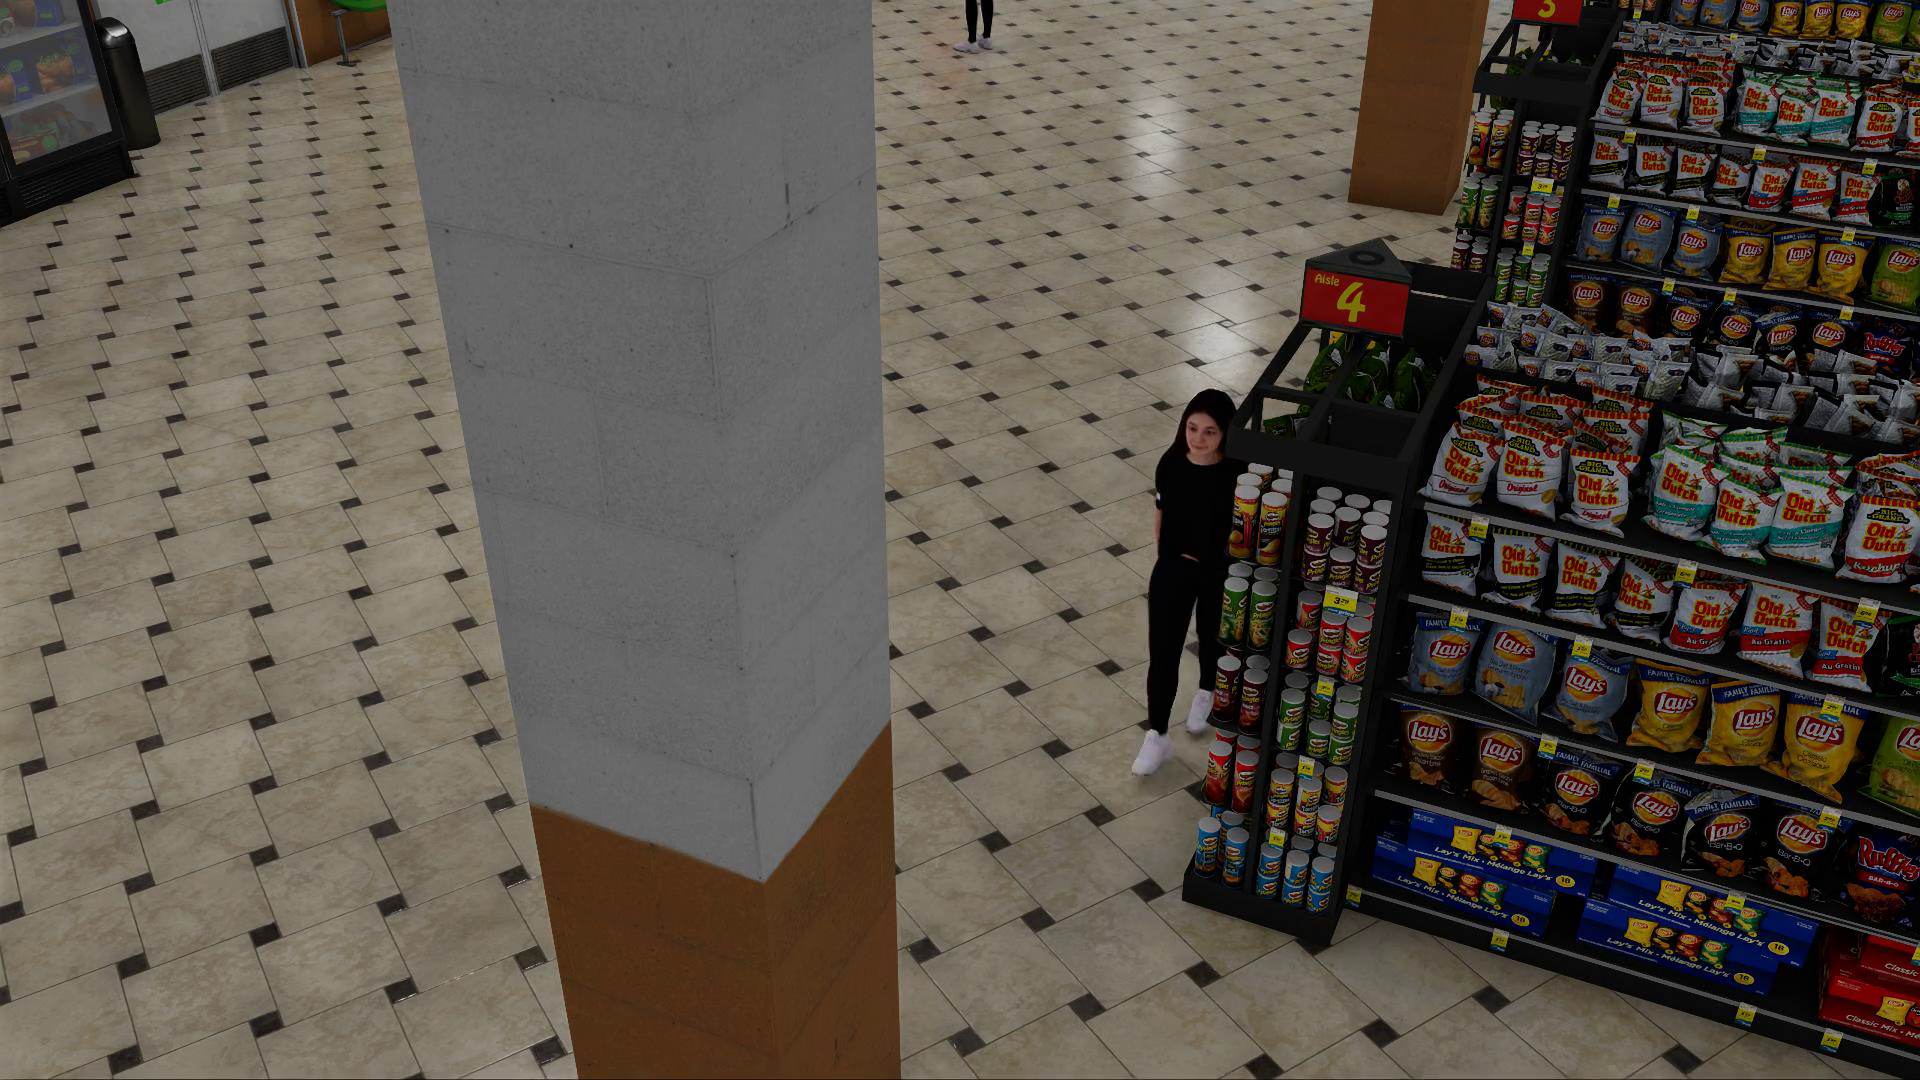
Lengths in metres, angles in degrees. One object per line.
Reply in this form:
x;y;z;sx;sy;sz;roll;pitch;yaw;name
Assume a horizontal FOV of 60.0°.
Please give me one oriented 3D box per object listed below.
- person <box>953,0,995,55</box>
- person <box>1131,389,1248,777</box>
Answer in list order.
0.148;-5.396;15.289;0.685;1.772;0.666;-26;40;-35;person
0.991;0.104;6.599;0.817;1.614;0.677;14;34;21;person
